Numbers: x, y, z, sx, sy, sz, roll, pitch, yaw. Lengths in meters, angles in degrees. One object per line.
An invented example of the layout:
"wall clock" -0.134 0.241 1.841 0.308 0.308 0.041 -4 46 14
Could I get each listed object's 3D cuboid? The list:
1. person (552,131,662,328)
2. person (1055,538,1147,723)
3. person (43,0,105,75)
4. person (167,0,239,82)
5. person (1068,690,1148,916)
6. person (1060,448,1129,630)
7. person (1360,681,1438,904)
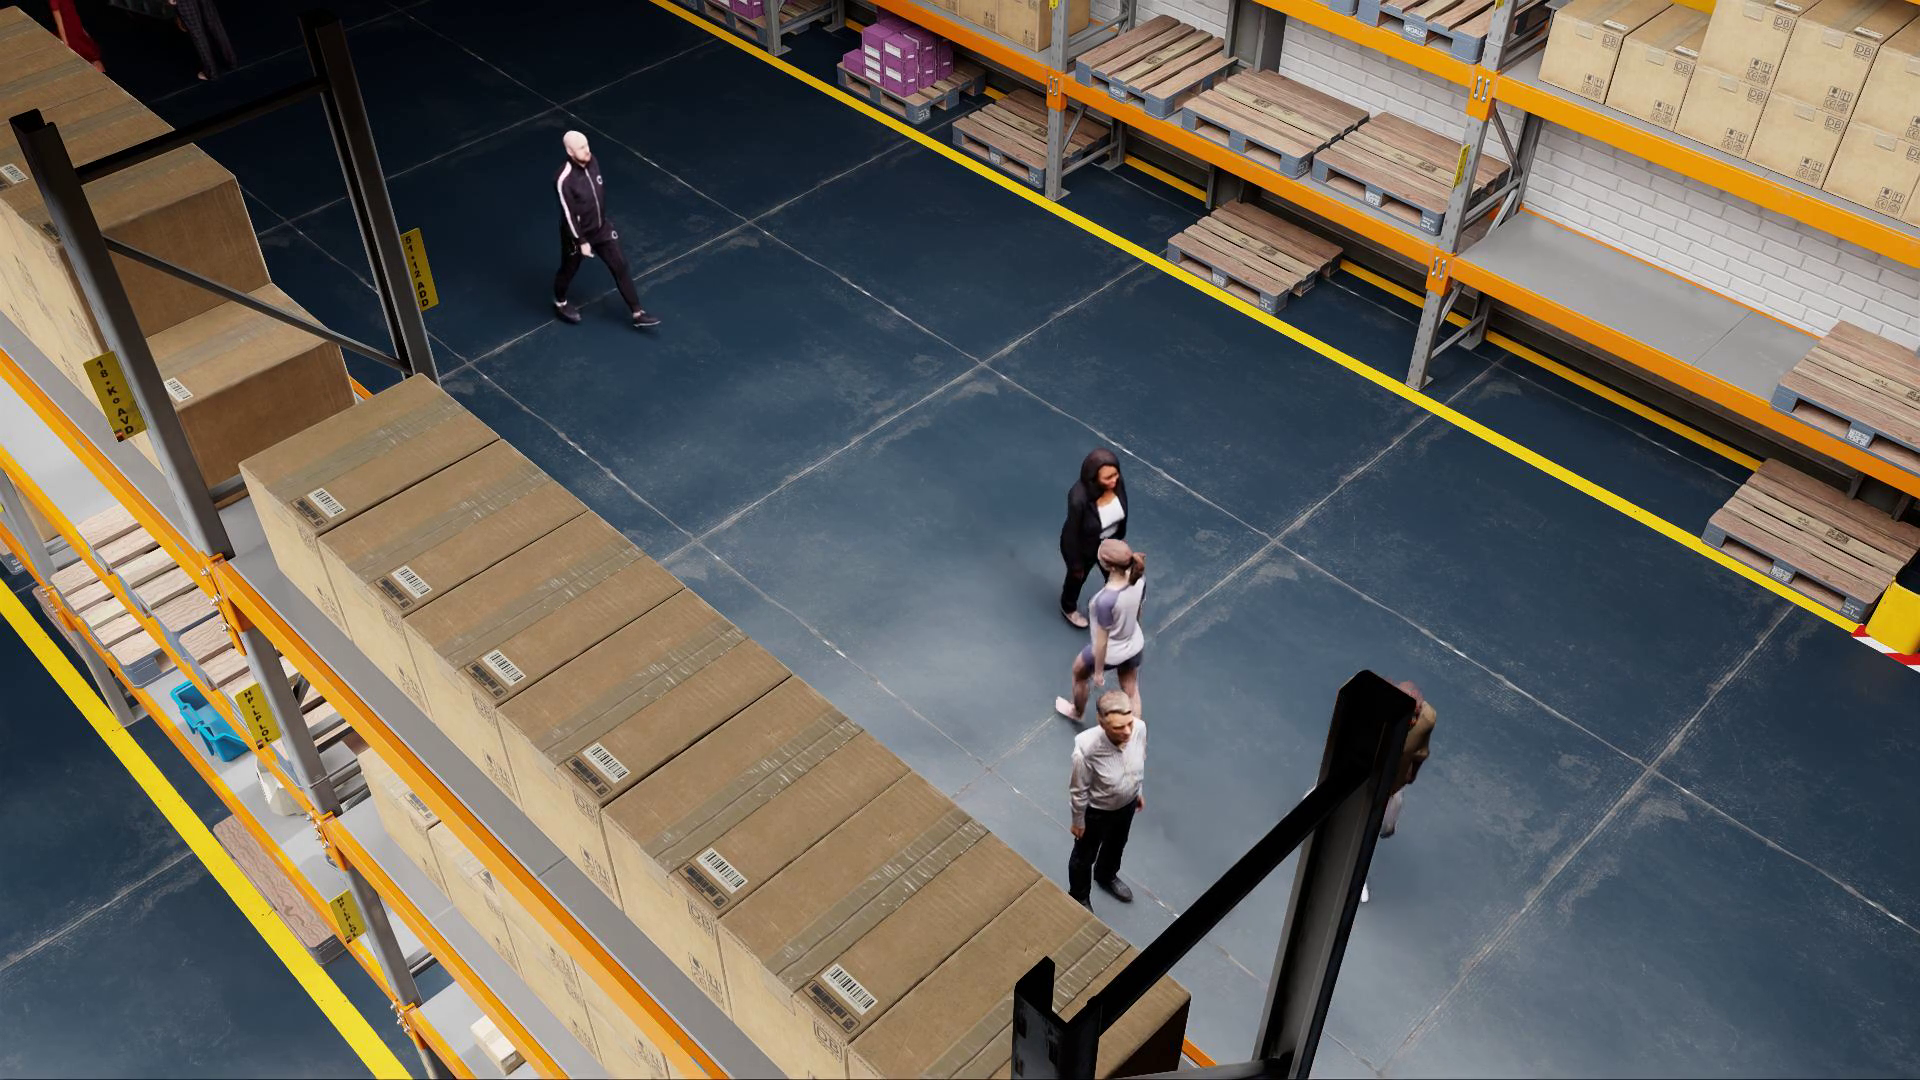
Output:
"person" -3.135 -2.500 13.541 1.317 1.775 0.932 21 48 21
"person" 1.013 0.724 10.184 0.666 1.739 0.895 -28 50 -27
"person" -8.755 -4.884 16.215 0.789 1.539 0.750 -11 45 -12
"person" -7.725 -5.533 16.655 0.630 1.871 0.712 22 48 22
"person" 0.825 1.462 9.349 0.699 1.821 0.642 -25 49 -24
"person" 0.815 -0.027 11.075 0.667 1.596 0.759 -33 53 -30
"person" 2.328 1.322 9.513 0.953 1.797 1.019 -9 44 -10
